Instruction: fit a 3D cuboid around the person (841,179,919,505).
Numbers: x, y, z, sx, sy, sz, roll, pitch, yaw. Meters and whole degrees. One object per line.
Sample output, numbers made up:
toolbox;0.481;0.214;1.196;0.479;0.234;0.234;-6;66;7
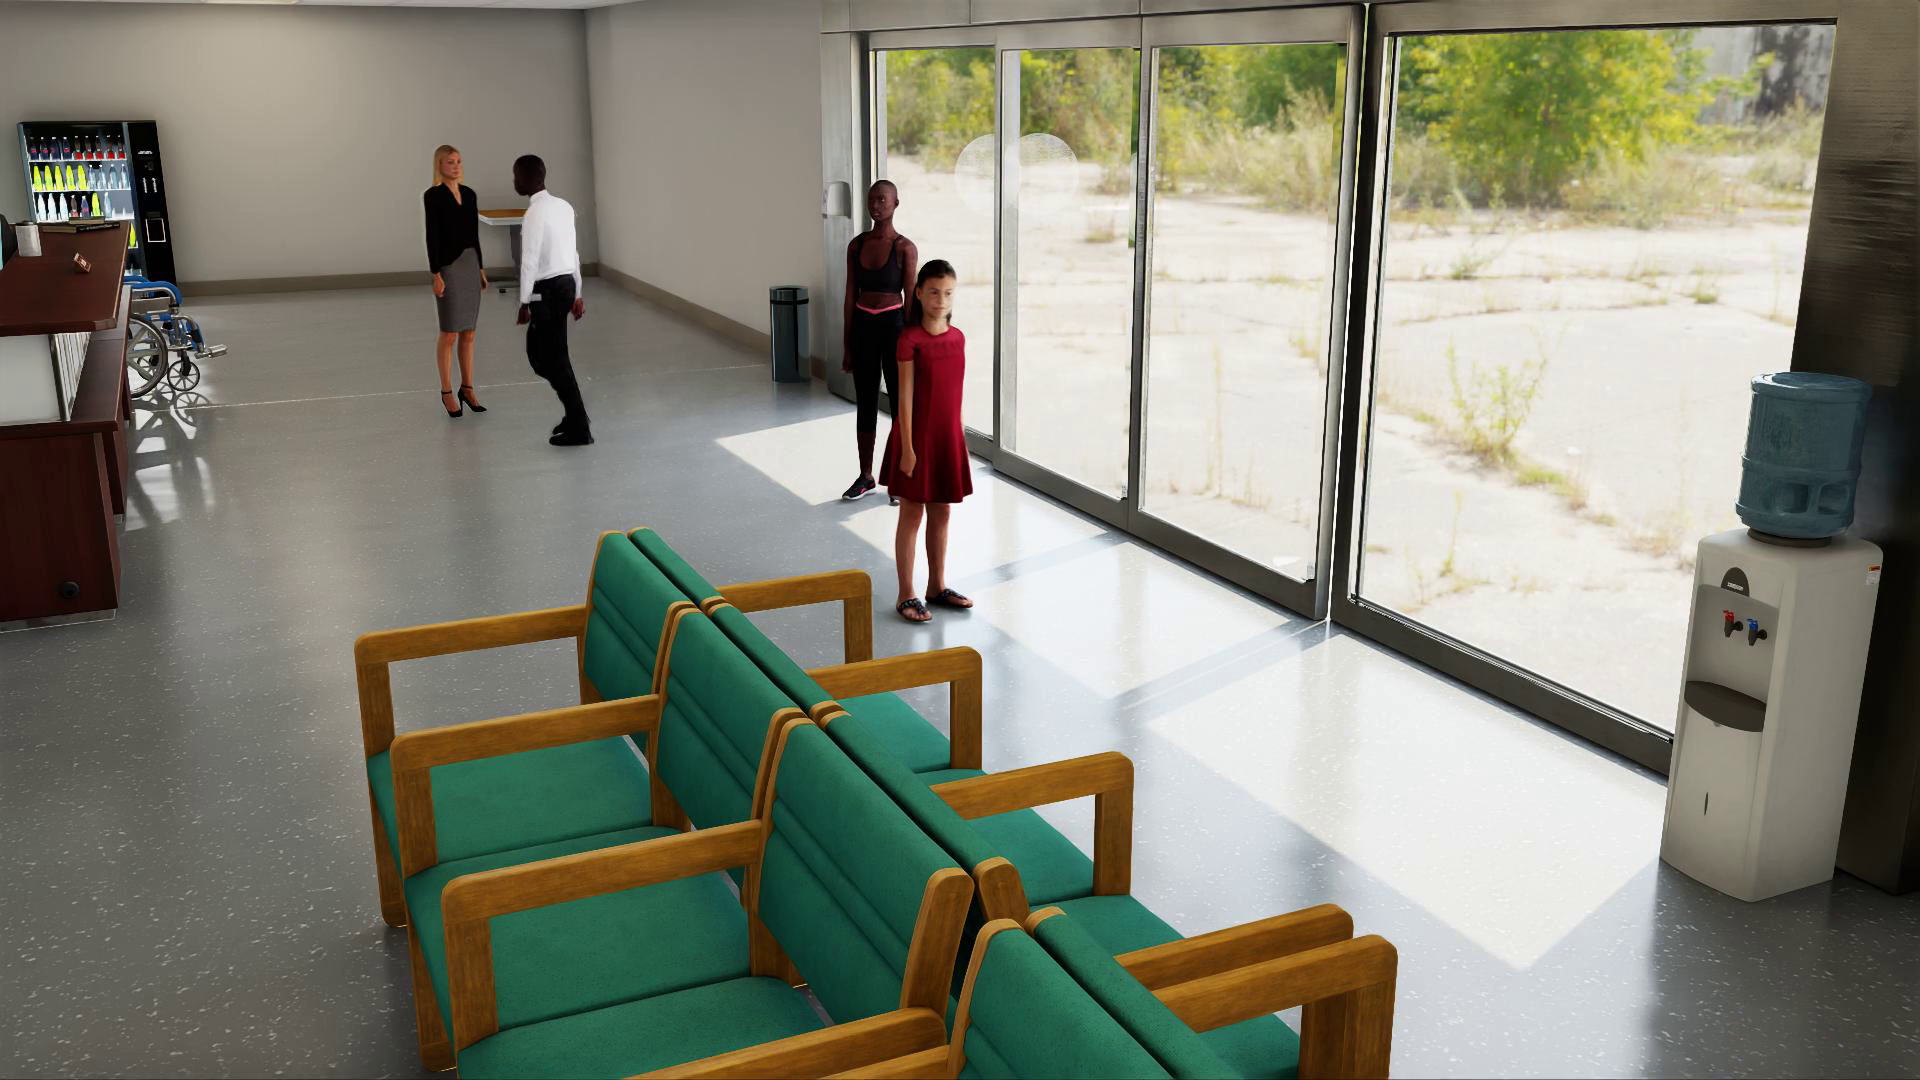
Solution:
person;-0.423;-1.093;9.166;0.654;1.758;0.723;5;16;16

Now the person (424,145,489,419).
person;-3.454;-1.768;11.407;0.760;1.842;0.666;9;18;28

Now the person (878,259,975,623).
person;-0.132;-0.443;7.230;0.621;1.551;0.682;-14;21;-40

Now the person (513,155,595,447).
person;-2.450;-1.460;10.357;0.872;1.819;0.822;4;16;15
